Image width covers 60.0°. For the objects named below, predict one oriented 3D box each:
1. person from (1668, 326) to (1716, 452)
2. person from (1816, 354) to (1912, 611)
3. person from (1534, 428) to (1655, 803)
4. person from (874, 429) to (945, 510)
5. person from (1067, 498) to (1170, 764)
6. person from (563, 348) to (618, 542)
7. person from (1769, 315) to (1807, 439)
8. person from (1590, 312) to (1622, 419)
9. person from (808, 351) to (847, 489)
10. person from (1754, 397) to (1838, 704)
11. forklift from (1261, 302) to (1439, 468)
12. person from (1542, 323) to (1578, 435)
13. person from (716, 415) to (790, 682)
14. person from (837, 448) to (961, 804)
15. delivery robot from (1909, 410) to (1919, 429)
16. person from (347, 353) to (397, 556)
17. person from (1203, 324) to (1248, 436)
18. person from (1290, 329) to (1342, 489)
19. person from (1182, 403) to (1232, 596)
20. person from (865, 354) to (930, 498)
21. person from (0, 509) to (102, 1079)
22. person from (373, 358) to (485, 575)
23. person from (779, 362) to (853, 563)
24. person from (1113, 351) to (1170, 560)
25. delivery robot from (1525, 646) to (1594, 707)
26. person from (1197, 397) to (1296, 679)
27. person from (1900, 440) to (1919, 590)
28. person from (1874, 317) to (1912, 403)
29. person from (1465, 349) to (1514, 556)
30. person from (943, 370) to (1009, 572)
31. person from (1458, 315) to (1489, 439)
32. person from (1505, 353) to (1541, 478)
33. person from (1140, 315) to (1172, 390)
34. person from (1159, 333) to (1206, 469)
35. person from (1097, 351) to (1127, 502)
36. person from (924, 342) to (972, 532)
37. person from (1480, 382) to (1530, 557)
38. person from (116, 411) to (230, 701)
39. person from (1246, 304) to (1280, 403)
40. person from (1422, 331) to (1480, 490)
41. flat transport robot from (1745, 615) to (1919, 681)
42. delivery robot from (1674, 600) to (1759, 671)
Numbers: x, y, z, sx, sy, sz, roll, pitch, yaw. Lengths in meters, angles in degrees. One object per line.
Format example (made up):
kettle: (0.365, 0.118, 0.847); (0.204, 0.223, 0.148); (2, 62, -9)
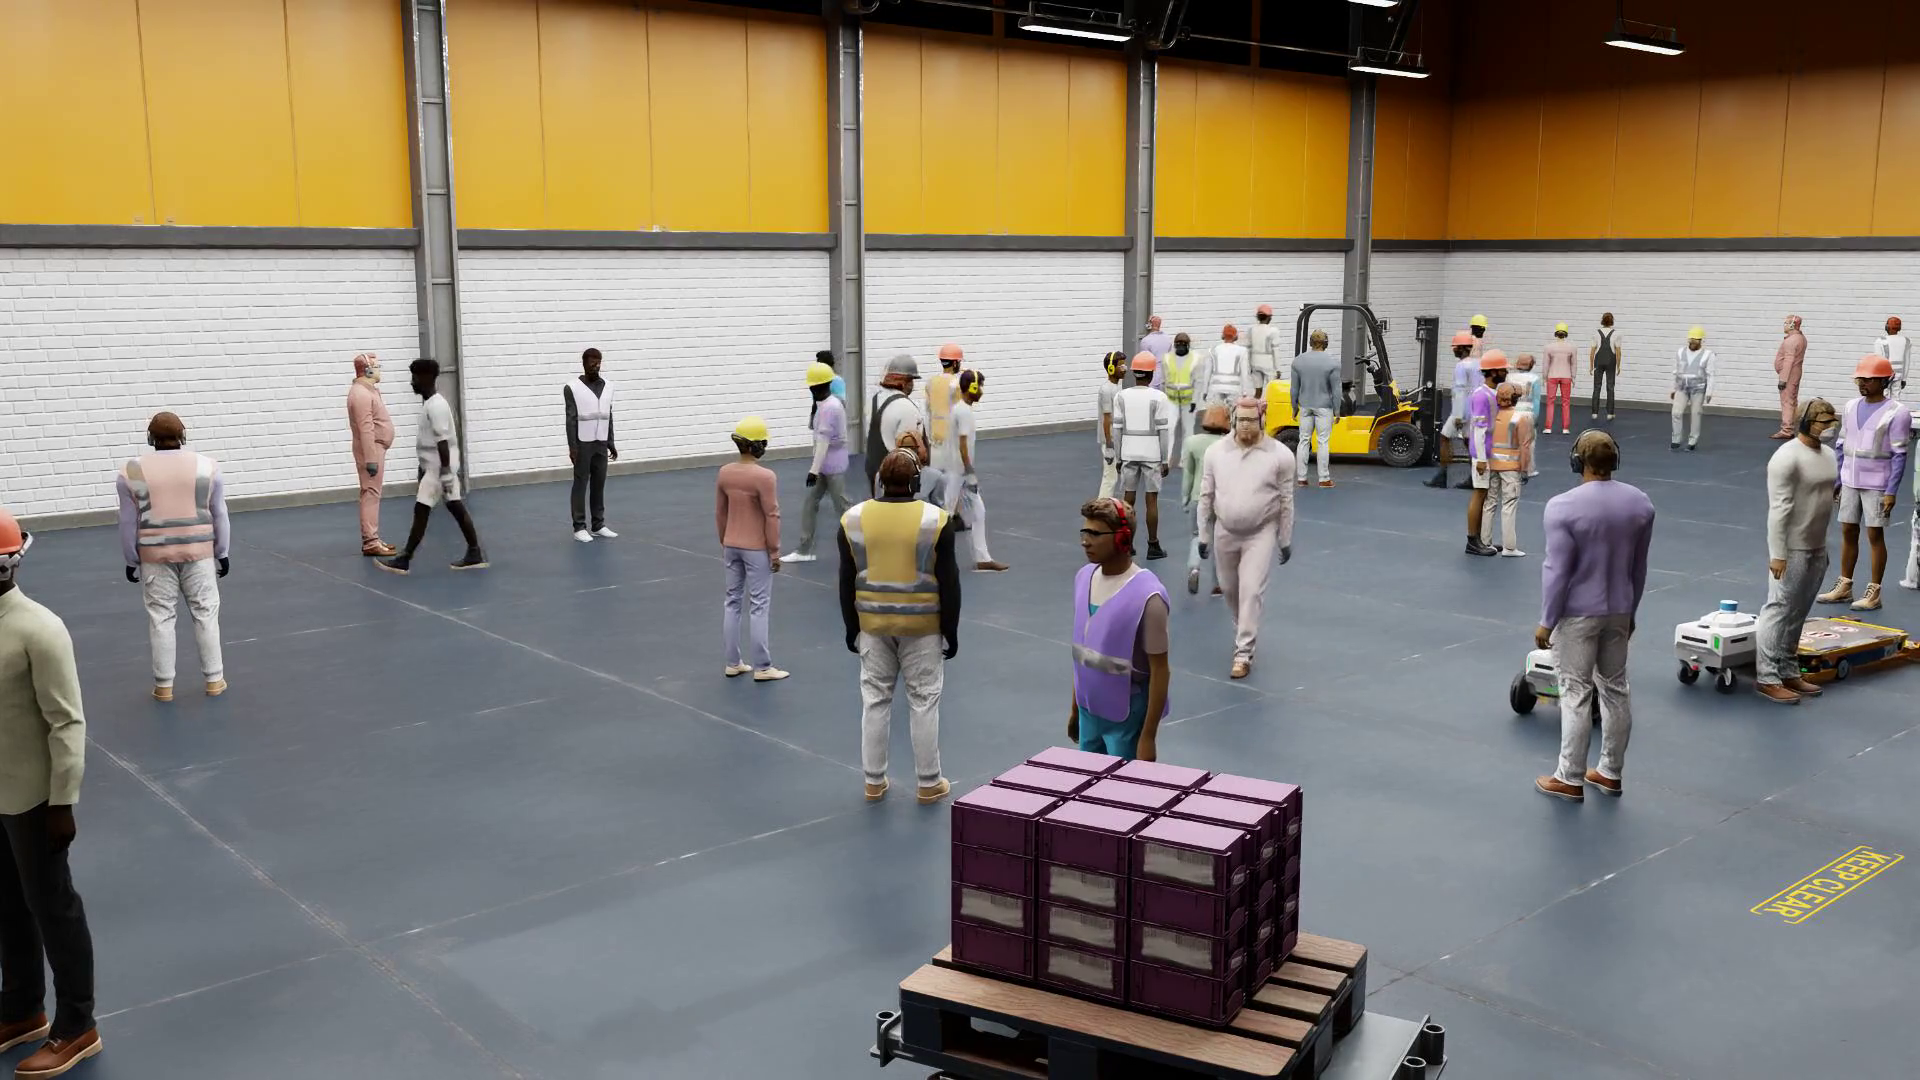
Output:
person: (10.449, -2.147, 23.813); (0.633, 1.806, 0.669); (9, 13, 42)
person: (7.211, -0.458, 13.259); (0.377, 2.044, 0.607); (-4, 10, -22)
person: (3.253, 0.393, 8.595); (0.629, 1.937, 0.379); (-3, 10, -17)
person: (-0.350, 0.040, 11.539); (0.500, 1.633, 0.284); (-1, 10, -5)
person: (0.650, 0.734, 6.860); (0.373, 1.843, 0.570); (-6, 11, -29)
person: (-3.669, -0.952, 16.533); (0.398, 1.913, 0.590); (7, 12, 37)
person: (12.784, -2.513, 25.679); (0.410, 1.913, 0.643); (8, 13, 39)
person: (11.157, -3.007, 28.766); (0.505, 1.846, 0.346); (5, 11, 25)
person: (-1.634, -1.436, 20.034); (0.602, 1.672, 0.554); (-7, 12, -36)
person: (5.318, 0.058, 10.544); (0.635, 1.937, 0.352); (-7, 12, -36)
forklift: (5.320, -2.157, 22.763); (2.313, 2.155, 1.214); (3, 10, 16)
person: (9.464, -2.543, 26.277); (0.525, 1.769, 0.308); (2, 10, 13)
person: (-1.389, 0.056, 11.059); (0.526, 1.768, 0.331); (7, 12, 37)
person: (-0.300, 0.445, 8.562); (0.633, 1.843, 0.429); (2, 10, 11)
delivery robot: (14.885, -1.848, 25.472); (0.707, 0.478, 0.477); (8, 12, 38)
person: (-5.533, -0.804, 15.679); (0.409, 1.908, 0.652); (-3, 10, -19)
person: (3.715, -2.088, 23.304); (0.649, 1.867, 0.418); (3, 10, 18)
person: (4.314, -1.585, 20.160); (0.635, 1.937, 0.354); (6, 11, 31)
person: (2.062, -0.314, 13.658); (0.517, 1.615, 0.503); (3, 10, 18)
person: (-0.565, -0.587, 14.022); (0.717, 2.000, 0.704); (-7, 12, -35)
person: (-3.265, 0.855, 5.712); (0.626, 1.992, 0.387); (5, 11, 28)
person: (-4.728, -0.648, 14.756); (0.986, 1.905, 0.635); (-3, 10, -16)
person: (-1.149, -0.693, 15.172); (0.956, 1.875, 0.574); (-2, 10, -10)
person: (1.694, -0.783, 15.470); (0.543, 1.939, 0.360); (5, 11, 25)
delivery robot: (3.788, 0.757, 10.224); (0.707, 0.478, 0.477); (-9, 13, -43)
person: (1.958, -0.055, 11.398); (0.650, 1.878, 0.890); (4, 11, 24)
person: (8.165, -0.327, 13.763); (0.516, 1.607, 0.778); (1, 10, 4)
person: (14.308, -2.487, 25.613); (0.575, 1.882, 0.355); (-1, 10, -4)
person: (4.996, -0.824, 15.701); (0.352, 1.939, 0.552); (6, 11, 31)
person: (-0.062, -0.606, 14.789); (0.929, 1.817, 0.627); (1, 10, 4)
person: (7.850, -2.477, 25.438); (0.383, 1.921, 0.585); (1, 10, 3)
person: (7.043, -1.555, 20.953); (0.804, 1.602, 0.520); (-9, 13, -42)
person: (2.960, -2.494, 25.581); (0.642, 1.909, 0.408); (-9, 13, -43)
person: (2.888, -1.814, 21.891); (0.628, 1.803, 0.865); (3, 10, 17)
person: (1.542, -0.959, 16.699); (0.316, 1.870, 0.531); (2, 10, 12)
person: (-0.102, -1.056, 17.069); (0.552, 1.934, 0.373); (8, 13, 41)
person: (5.106, -0.657, 15.607); (0.306, 1.639, 0.524); (-7, 12, -34)
person: (-4.977, 0.102, 10.571); (0.634, 1.841, 0.429); (-5, 11, -27)
person: (4.981, -2.836, 27.203); (0.645, 2.036, 0.431); (9, 13, 42)
person: (5.967, -1.561, 20.103); (0.790, 1.906, 0.564); (8, 13, 39)
flat transport robot: (5.967, 0.732, 11.471); (1.431, 0.197, 0.652); (-6, 11, -32)
delivery robot: (5.027, 0.640, 10.910); (0.707, 0.478, 0.477); (-6, 12, -32)
